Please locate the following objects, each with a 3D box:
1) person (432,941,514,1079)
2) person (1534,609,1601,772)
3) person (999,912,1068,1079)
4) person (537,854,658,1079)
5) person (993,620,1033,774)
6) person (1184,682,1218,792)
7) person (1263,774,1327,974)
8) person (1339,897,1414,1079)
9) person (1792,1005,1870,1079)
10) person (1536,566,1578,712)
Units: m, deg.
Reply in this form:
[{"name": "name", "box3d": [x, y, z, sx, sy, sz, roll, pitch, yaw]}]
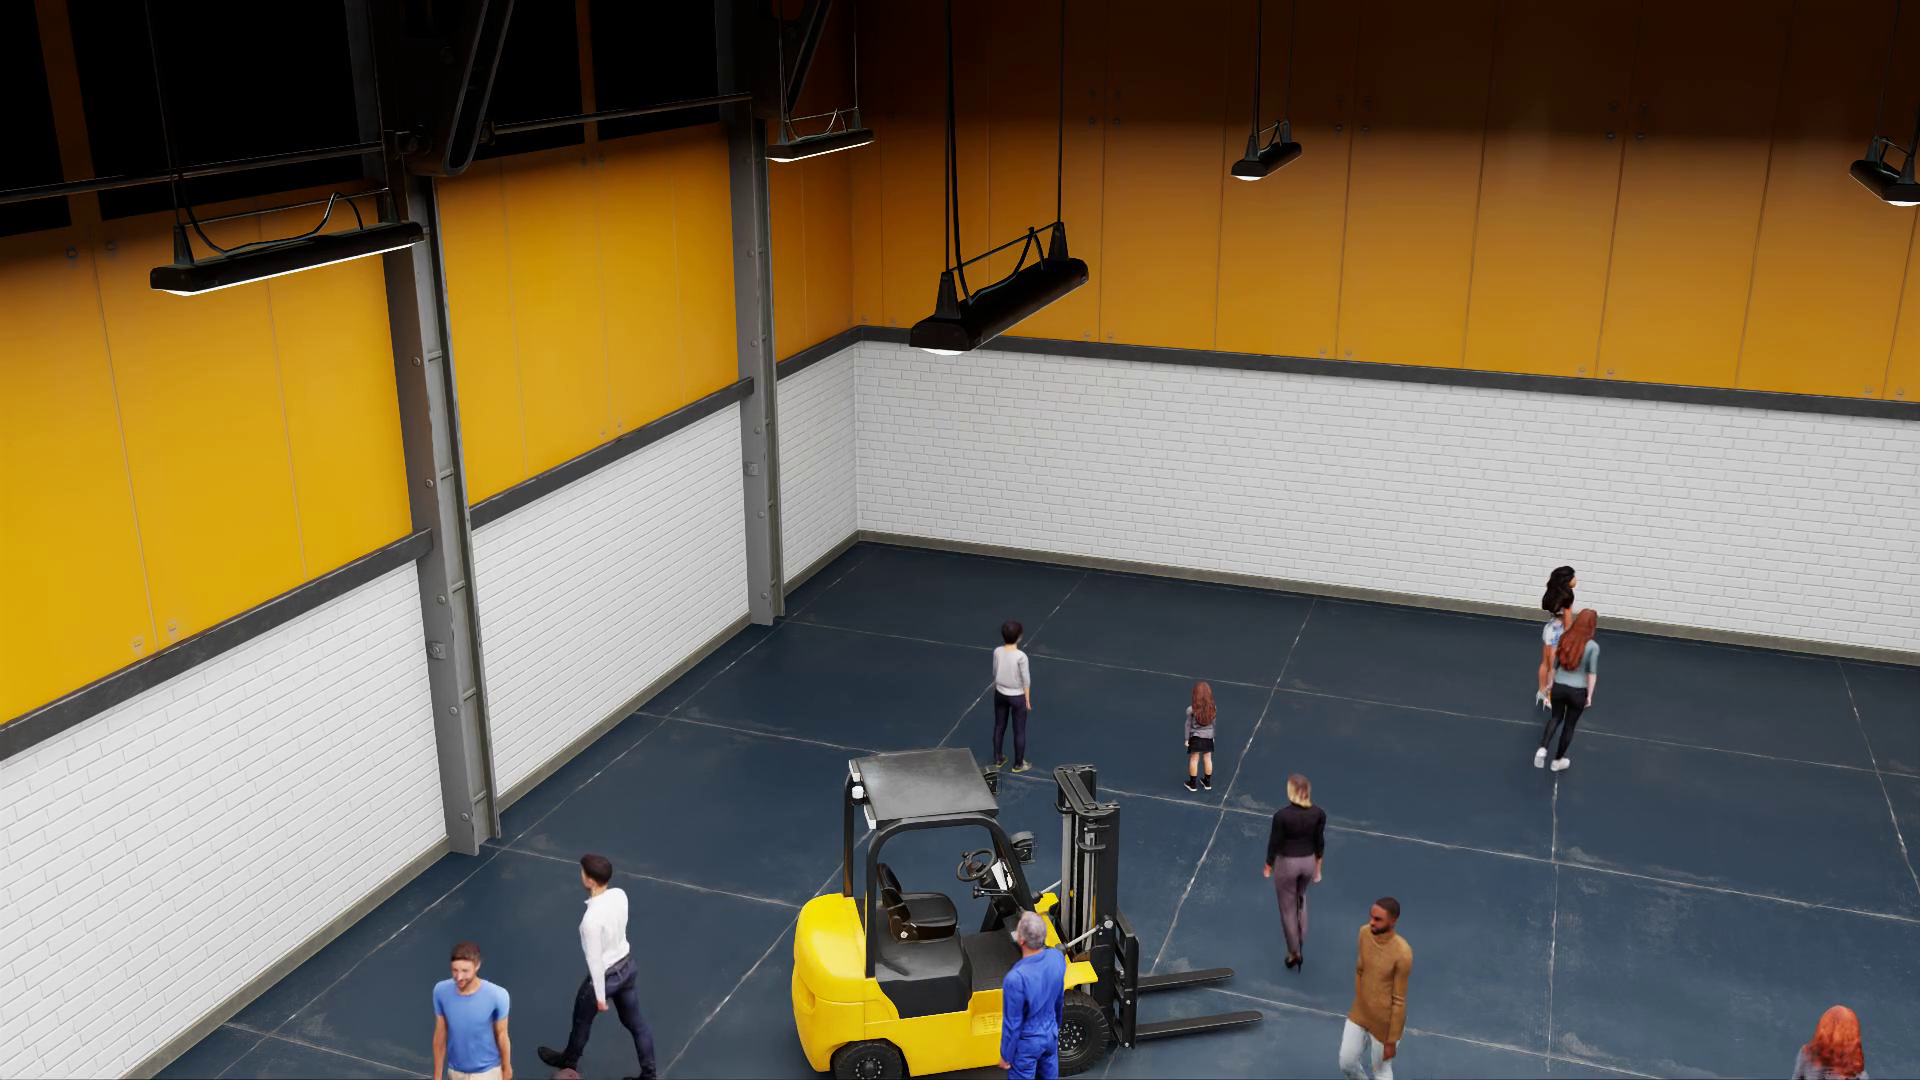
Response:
[{"name": "person", "box3d": [-3.077, 3.332, 10.649, 0.761, 1.832, 1.271, 3, 19, 10]}, {"name": "person", "box3d": [5.911, 1.515, 16.212, 0.823, 1.725, 0.968, 15, 24, 37]}, {"name": "person", "box3d": [0.477, 3.262, 10.862, 0.674, 1.828, 0.848, -17, 25, -41]}, {"name": "person", "box3d": [-2.340, 3.046, 11.506, 0.768, 1.827, 1.143, 9, 21, 25]}, {"name": "person", "box3d": [0.495, 1.536, 16.423, 0.591, 1.551, 0.542, 12, 22, 31]}, {"name": "person", "box3d": [2.330, 1.888, 16.078, 0.534, 1.105, 0.575, -5, 19, -15]}, {"name": "person", "box3d": [2.650, 2.641, 12.975, 0.722, 1.657, 0.774, -6, 20, -17]}, {"name": "person", "box3d": [2.872, 3.179, 11.152, 0.775, 1.802, 0.746, -13, 23, -34]}, {"name": "person", "box3d": [5.083, 3.620, 9.917, 0.959, 1.753, 0.880, -8, 20, -23]}, {"name": "person", "box3d": [6.368, 1.047, 17.760, 0.698, 1.625, 0.603, 0, 19, -1]}]
